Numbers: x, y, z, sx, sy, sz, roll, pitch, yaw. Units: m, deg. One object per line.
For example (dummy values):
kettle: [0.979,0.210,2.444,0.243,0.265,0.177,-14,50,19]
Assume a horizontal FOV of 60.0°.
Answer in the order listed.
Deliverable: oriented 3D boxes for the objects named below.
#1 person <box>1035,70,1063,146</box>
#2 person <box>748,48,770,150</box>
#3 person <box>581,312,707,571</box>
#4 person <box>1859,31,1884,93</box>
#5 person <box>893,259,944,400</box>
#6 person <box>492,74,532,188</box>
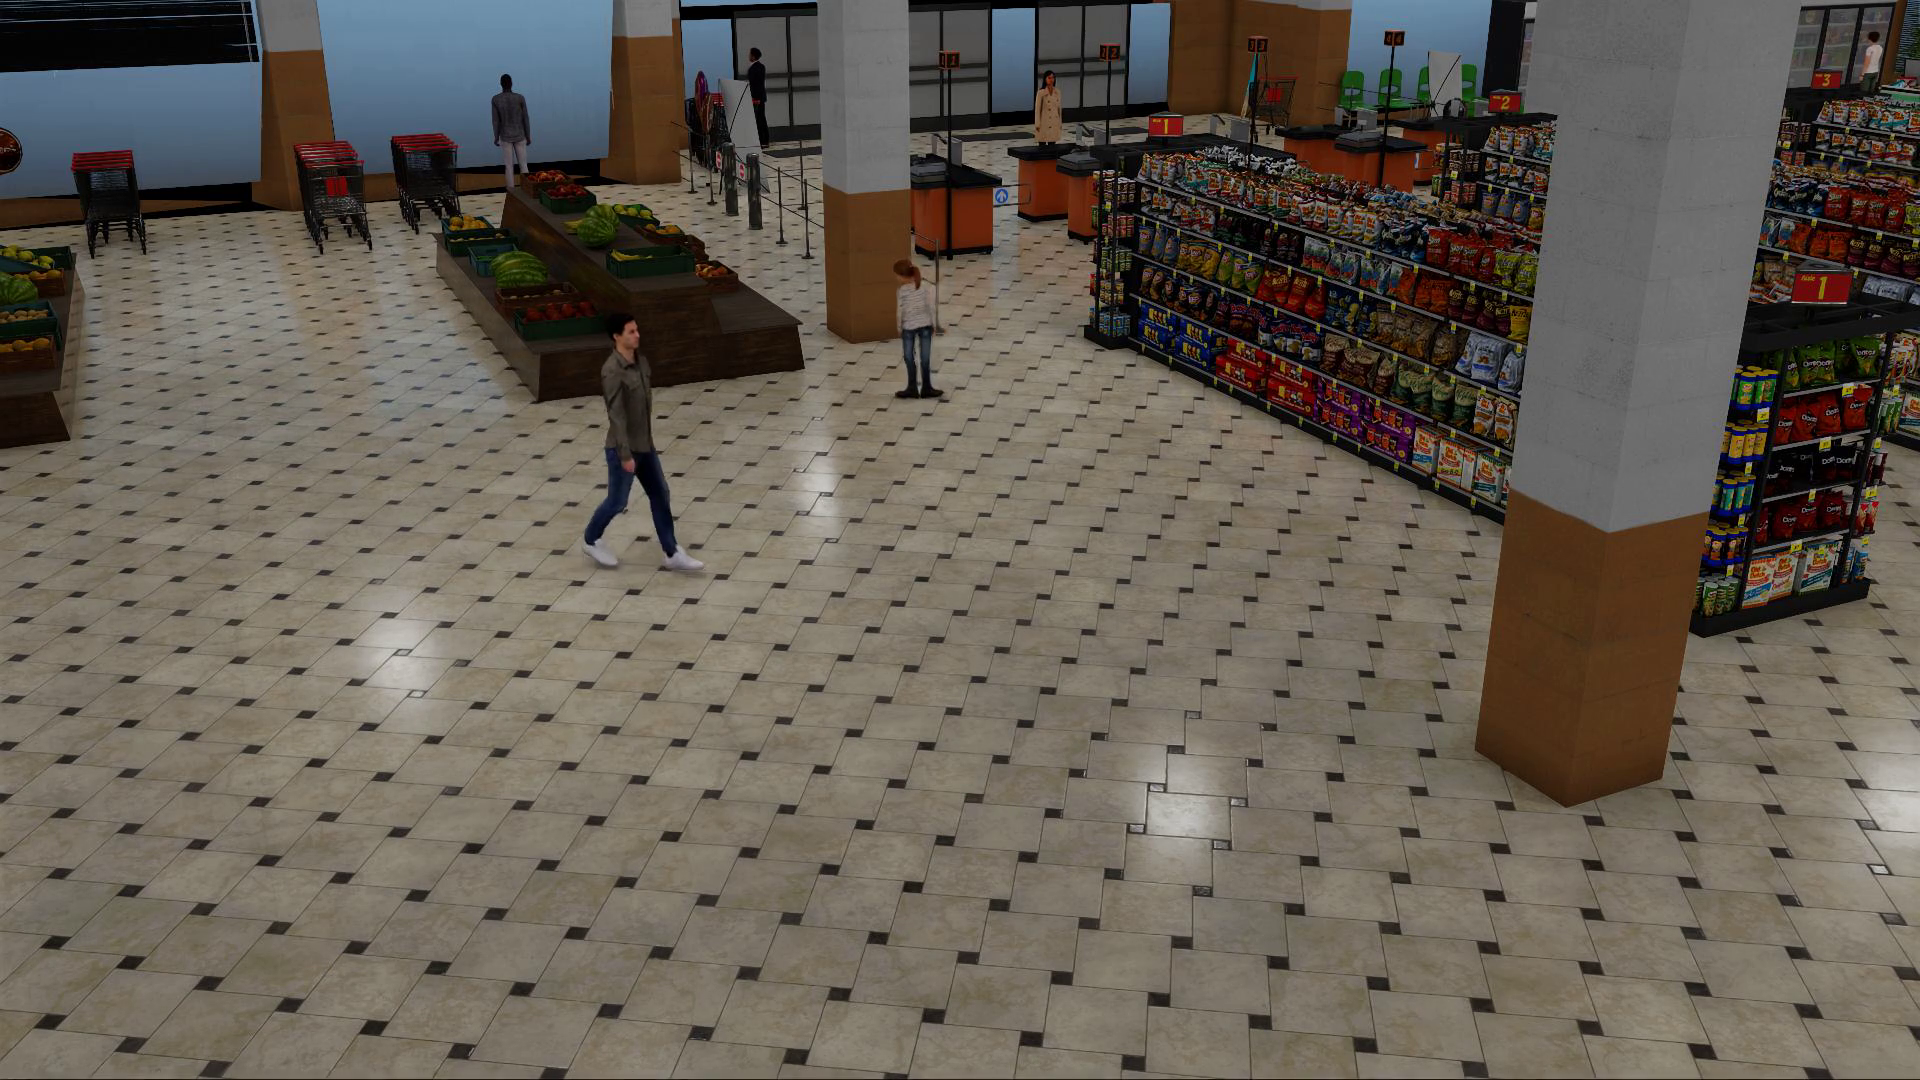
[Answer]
person: [1.391,-6.569,26.329,0.633,1.682,0.512,-10,24,-24]
person: [-3.549,-7.769,29.260,0.747,1.723,0.698,8,23,20]
person: [-2.335,-0.643,11.373,1.252,1.837,1.203,7,23,17]
person: [18.066,-9.241,33.016,0.566,1.655,0.521,-10,24,-23]
person: [-0.358,-1.939,15.323,0.627,1.296,0.503,0,22,1]
person: [-6.601,-5.932,24.534,0.714,1.839,0.595,-6,23,-15]
